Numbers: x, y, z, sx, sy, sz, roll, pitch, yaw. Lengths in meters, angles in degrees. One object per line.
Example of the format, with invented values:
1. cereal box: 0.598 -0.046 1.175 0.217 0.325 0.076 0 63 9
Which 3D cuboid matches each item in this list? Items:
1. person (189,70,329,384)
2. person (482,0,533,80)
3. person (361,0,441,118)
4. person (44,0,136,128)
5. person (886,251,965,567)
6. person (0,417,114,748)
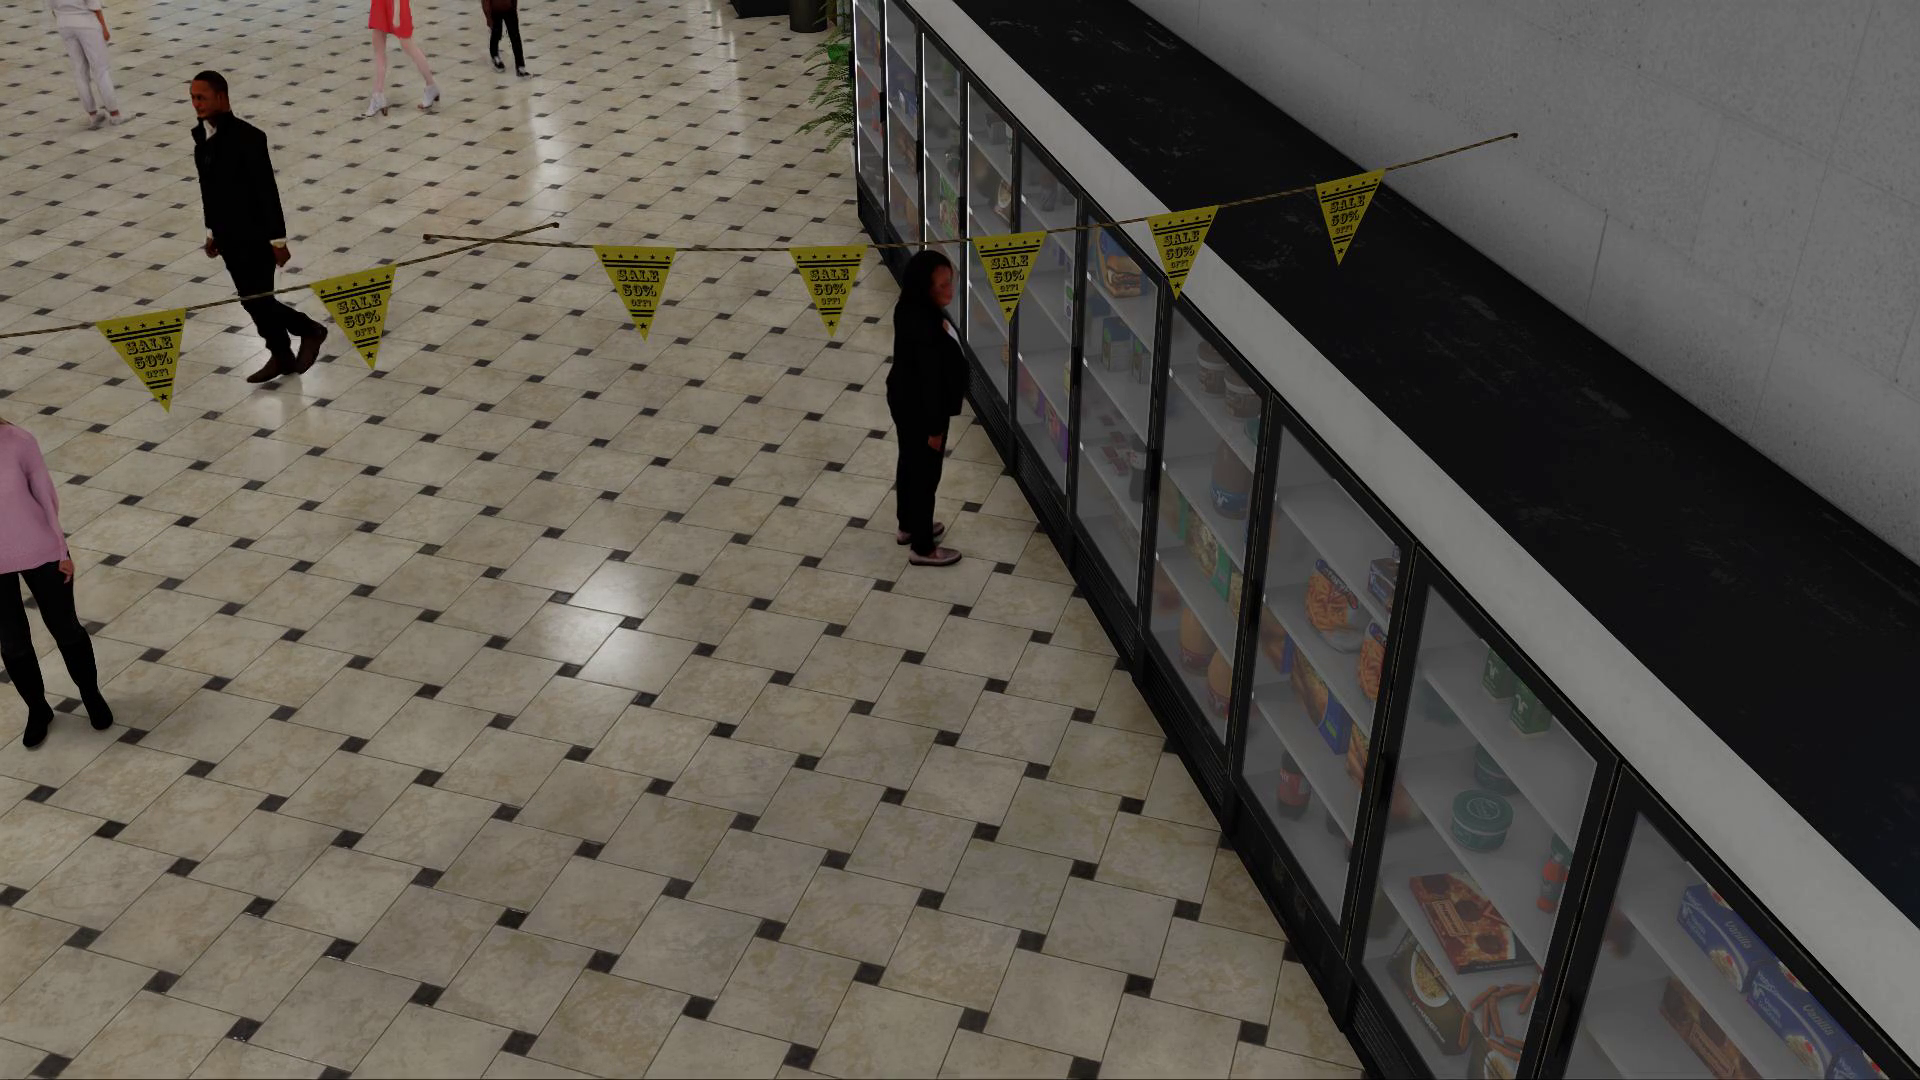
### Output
1. person: -4.137 -1.846 9.826 0.891 1.890 0.948 21 37 29
2. person: -4.269 -4.917 15.384 0.923 1.233 0.834 -24 39 -33
3. person: -4.805 -4.558 14.274 0.926 1.797 1.065 27 41 36
4. person: -7.431 -4.344 14.032 0.587 1.688 0.724 2 32 4
5. person: -0.191 -0.640 8.153 0.605 1.612 0.622 -7 33 -12
6. person: -3.940 0.073 6.933 0.536 1.688 0.696 -14 35 -22
